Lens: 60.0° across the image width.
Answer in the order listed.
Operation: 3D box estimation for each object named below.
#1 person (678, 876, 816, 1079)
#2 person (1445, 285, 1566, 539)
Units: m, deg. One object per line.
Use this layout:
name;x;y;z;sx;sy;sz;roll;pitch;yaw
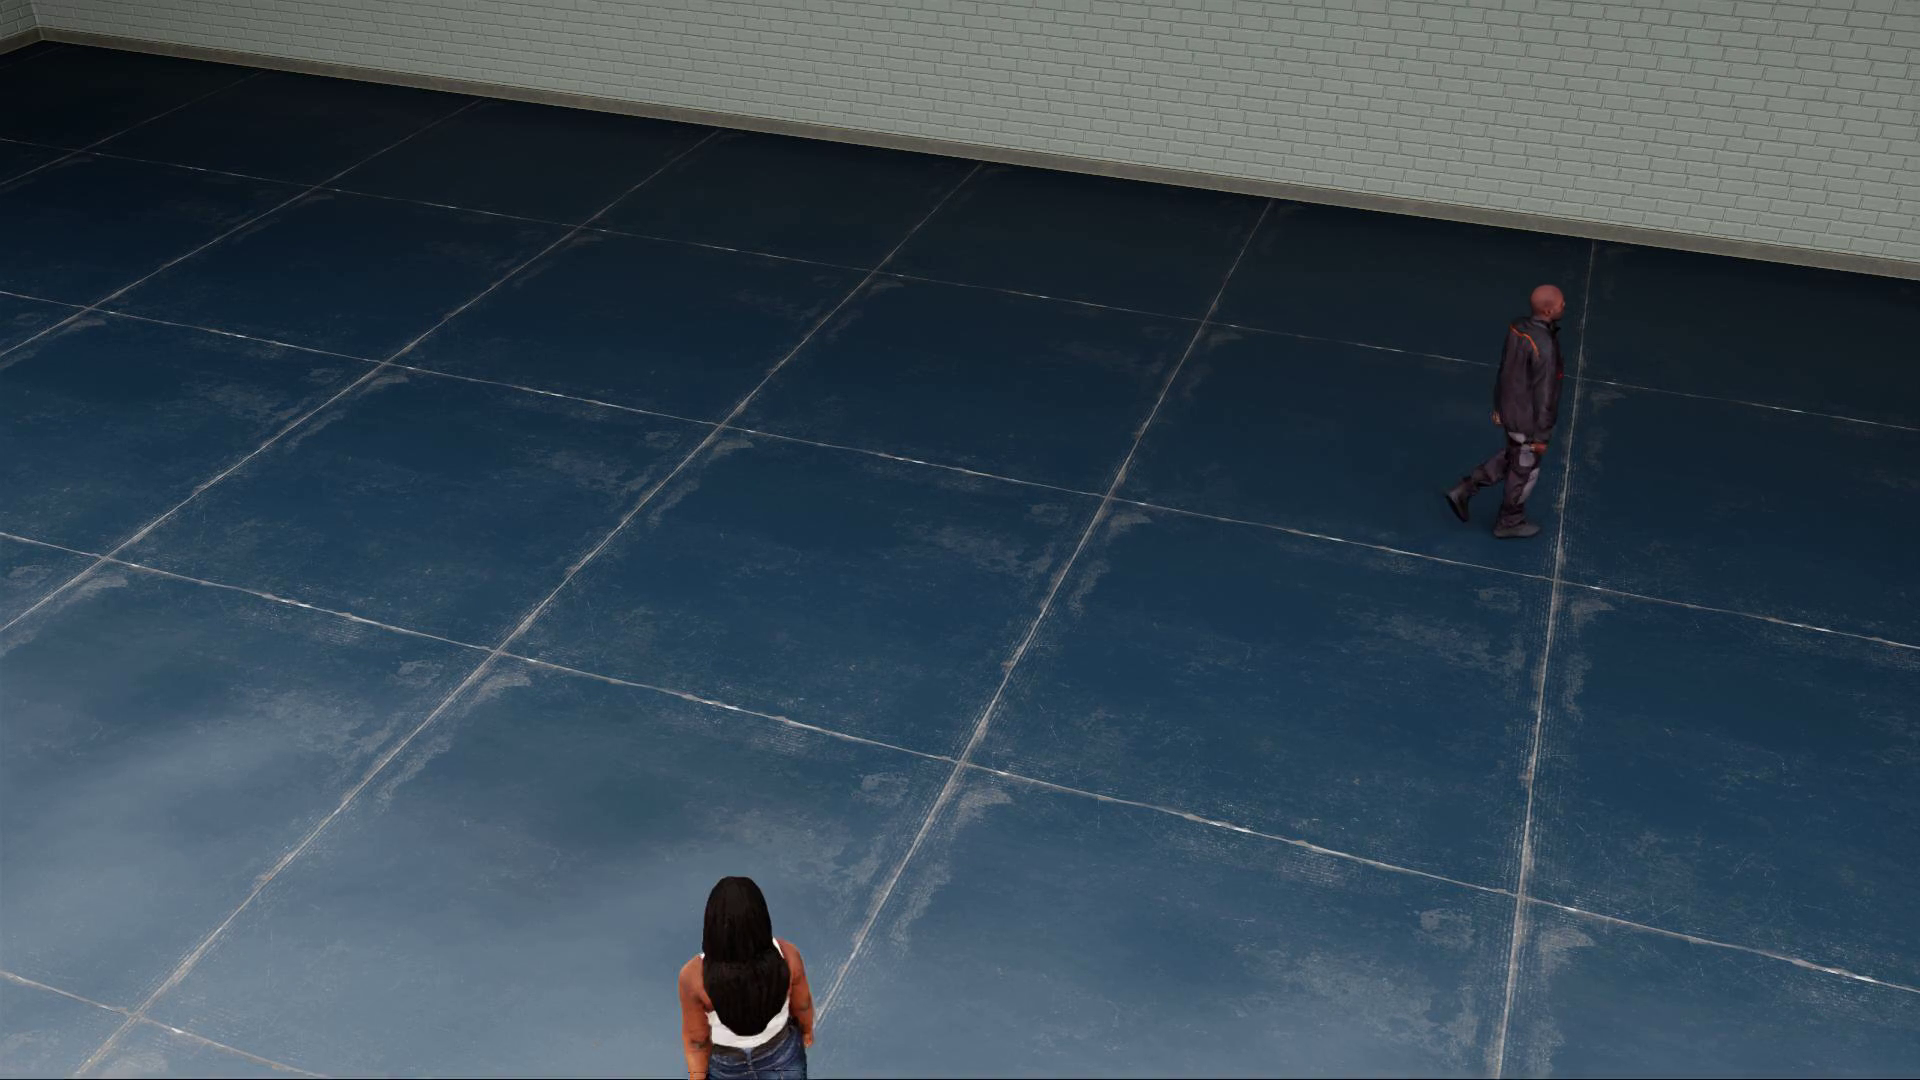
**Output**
person;-0.777;2.074;6.322;1.028;1.768;1.220;-6;34;-10
person;3.547;-0.796;10.701;0.980;1.805;0.977;-3;33;-5
